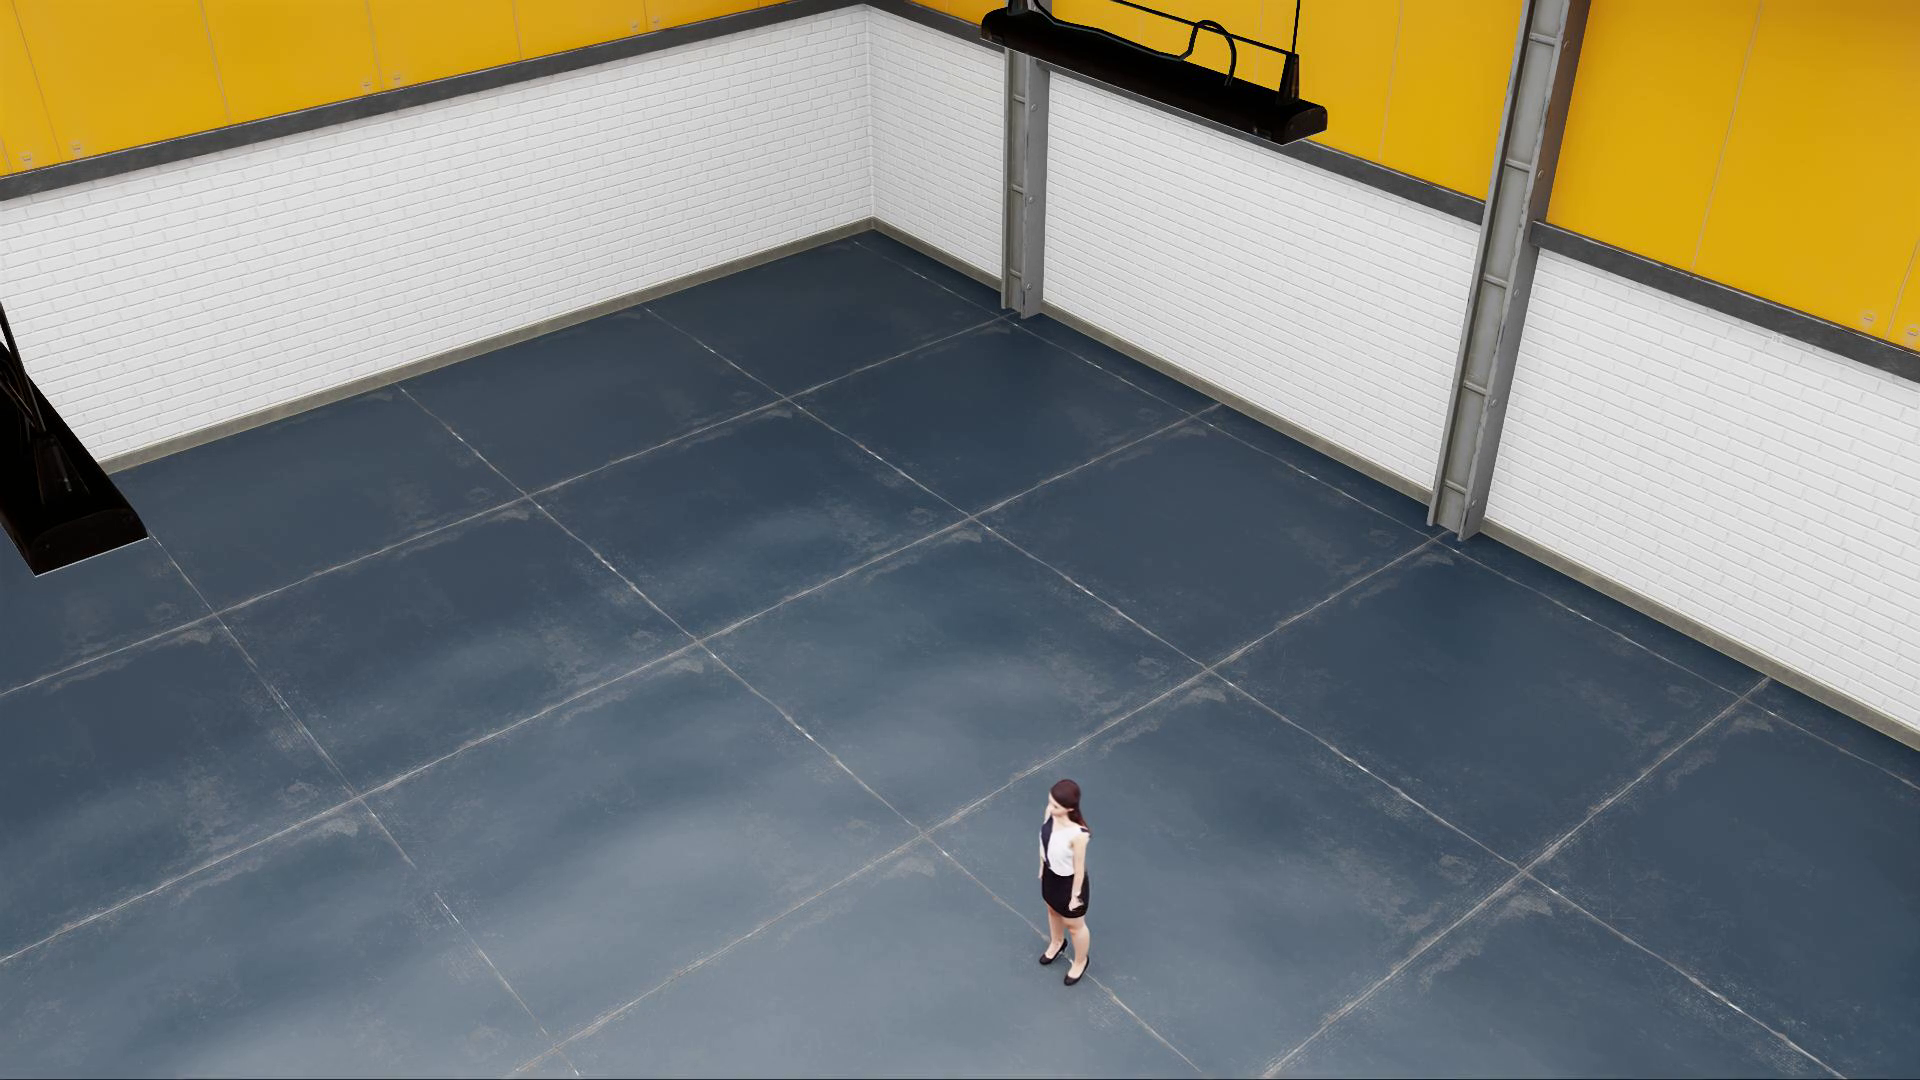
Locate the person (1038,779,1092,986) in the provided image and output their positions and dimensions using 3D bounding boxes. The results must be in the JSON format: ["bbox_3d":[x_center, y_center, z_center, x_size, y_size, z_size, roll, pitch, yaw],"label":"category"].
[{"bbox_3d":[0.666,2.145,10.486,0.604,1.646,0.470,-23,40,-30],"label":"person"}]
